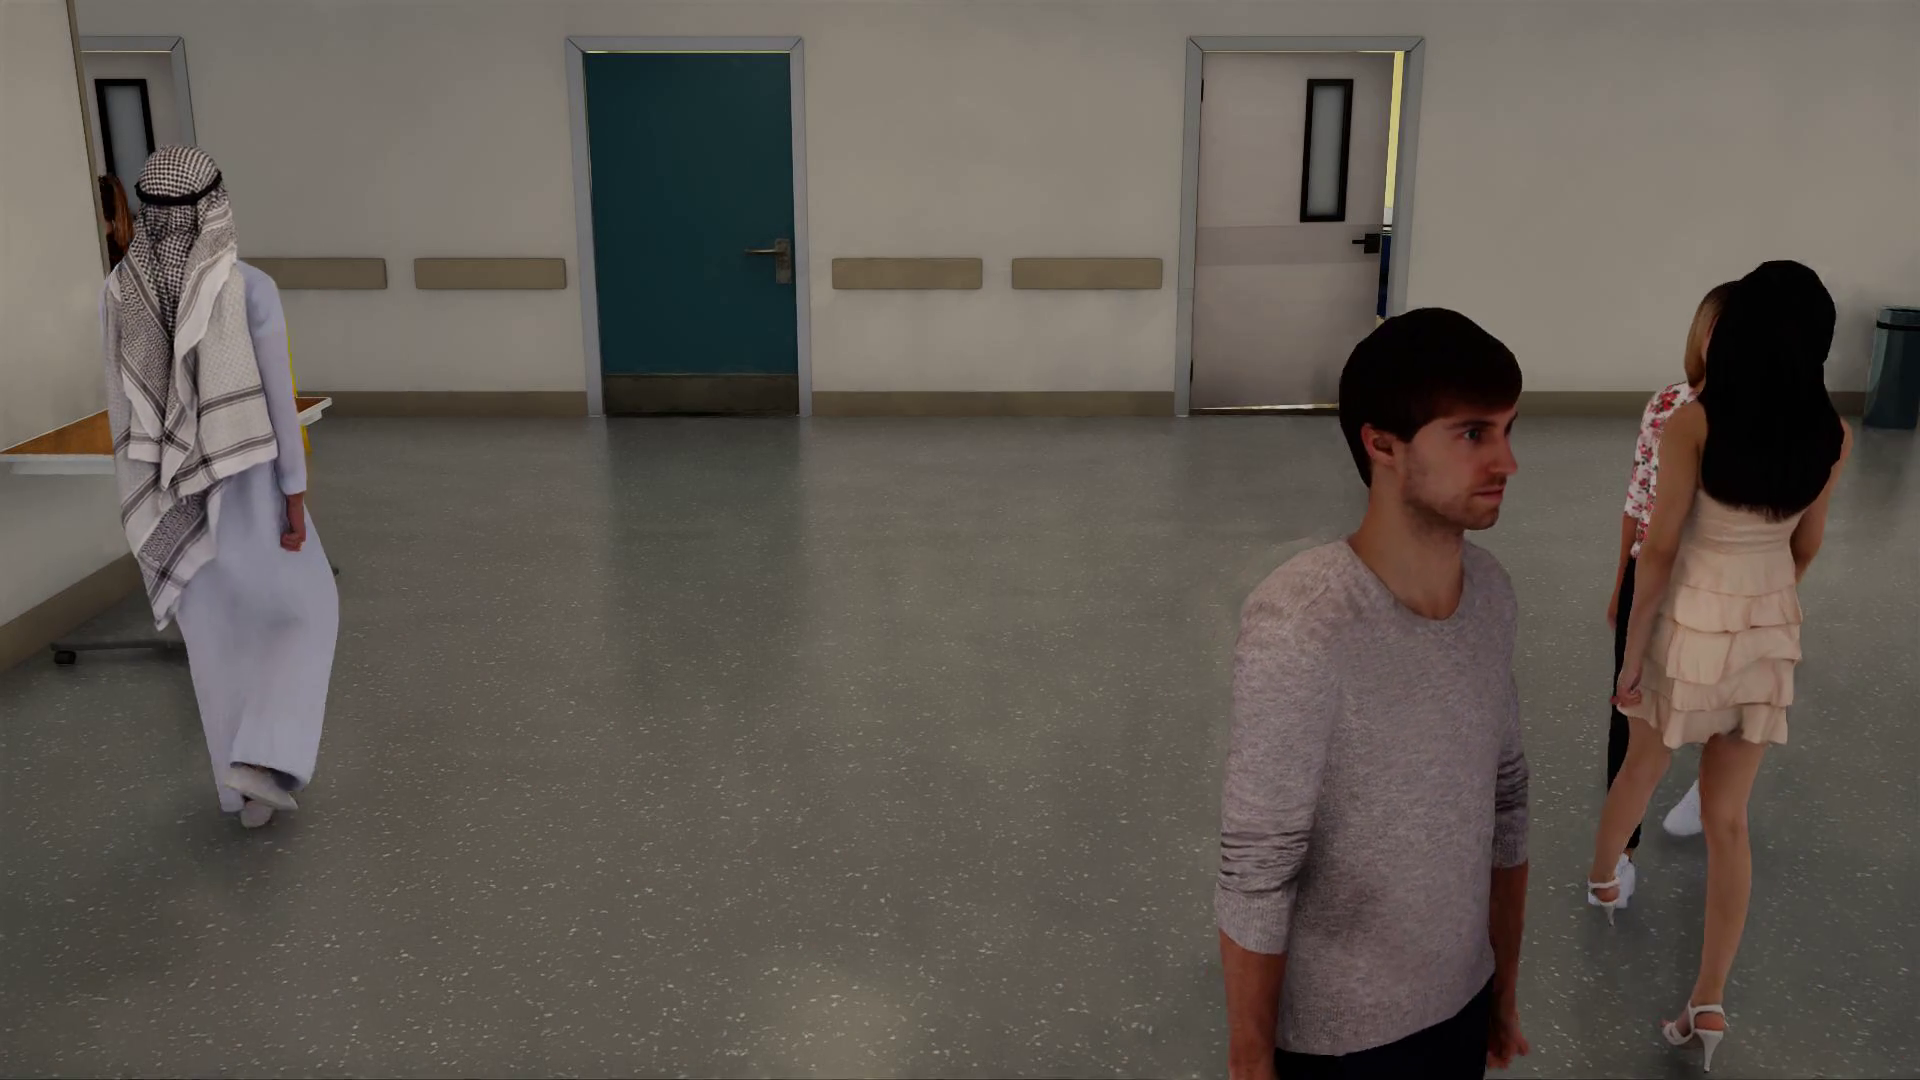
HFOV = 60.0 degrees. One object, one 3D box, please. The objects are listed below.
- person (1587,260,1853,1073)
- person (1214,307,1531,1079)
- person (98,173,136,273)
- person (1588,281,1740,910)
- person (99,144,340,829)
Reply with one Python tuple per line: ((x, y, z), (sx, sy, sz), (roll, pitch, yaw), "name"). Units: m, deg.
((1.661, 0.310, 3.552), (0.969, 1.682, 0.702), (0, 16, 0), "person")
((0.477, 0.602, 2.232), (0.795, 1.836, 0.865), (-13, 20, -39), "person")
((-3.635, -0.775, 7.432), (0.789, 1.665, 0.687), (3, 16, 12), "person")
((1.951, 0.142, 4.341), (1.117, 1.577, 1.098), (13, 20, 39), "person")
((-2.052, -0.080, 4.509), (0.761, 1.913, 0.773), (-1, 16, -4), "person")
